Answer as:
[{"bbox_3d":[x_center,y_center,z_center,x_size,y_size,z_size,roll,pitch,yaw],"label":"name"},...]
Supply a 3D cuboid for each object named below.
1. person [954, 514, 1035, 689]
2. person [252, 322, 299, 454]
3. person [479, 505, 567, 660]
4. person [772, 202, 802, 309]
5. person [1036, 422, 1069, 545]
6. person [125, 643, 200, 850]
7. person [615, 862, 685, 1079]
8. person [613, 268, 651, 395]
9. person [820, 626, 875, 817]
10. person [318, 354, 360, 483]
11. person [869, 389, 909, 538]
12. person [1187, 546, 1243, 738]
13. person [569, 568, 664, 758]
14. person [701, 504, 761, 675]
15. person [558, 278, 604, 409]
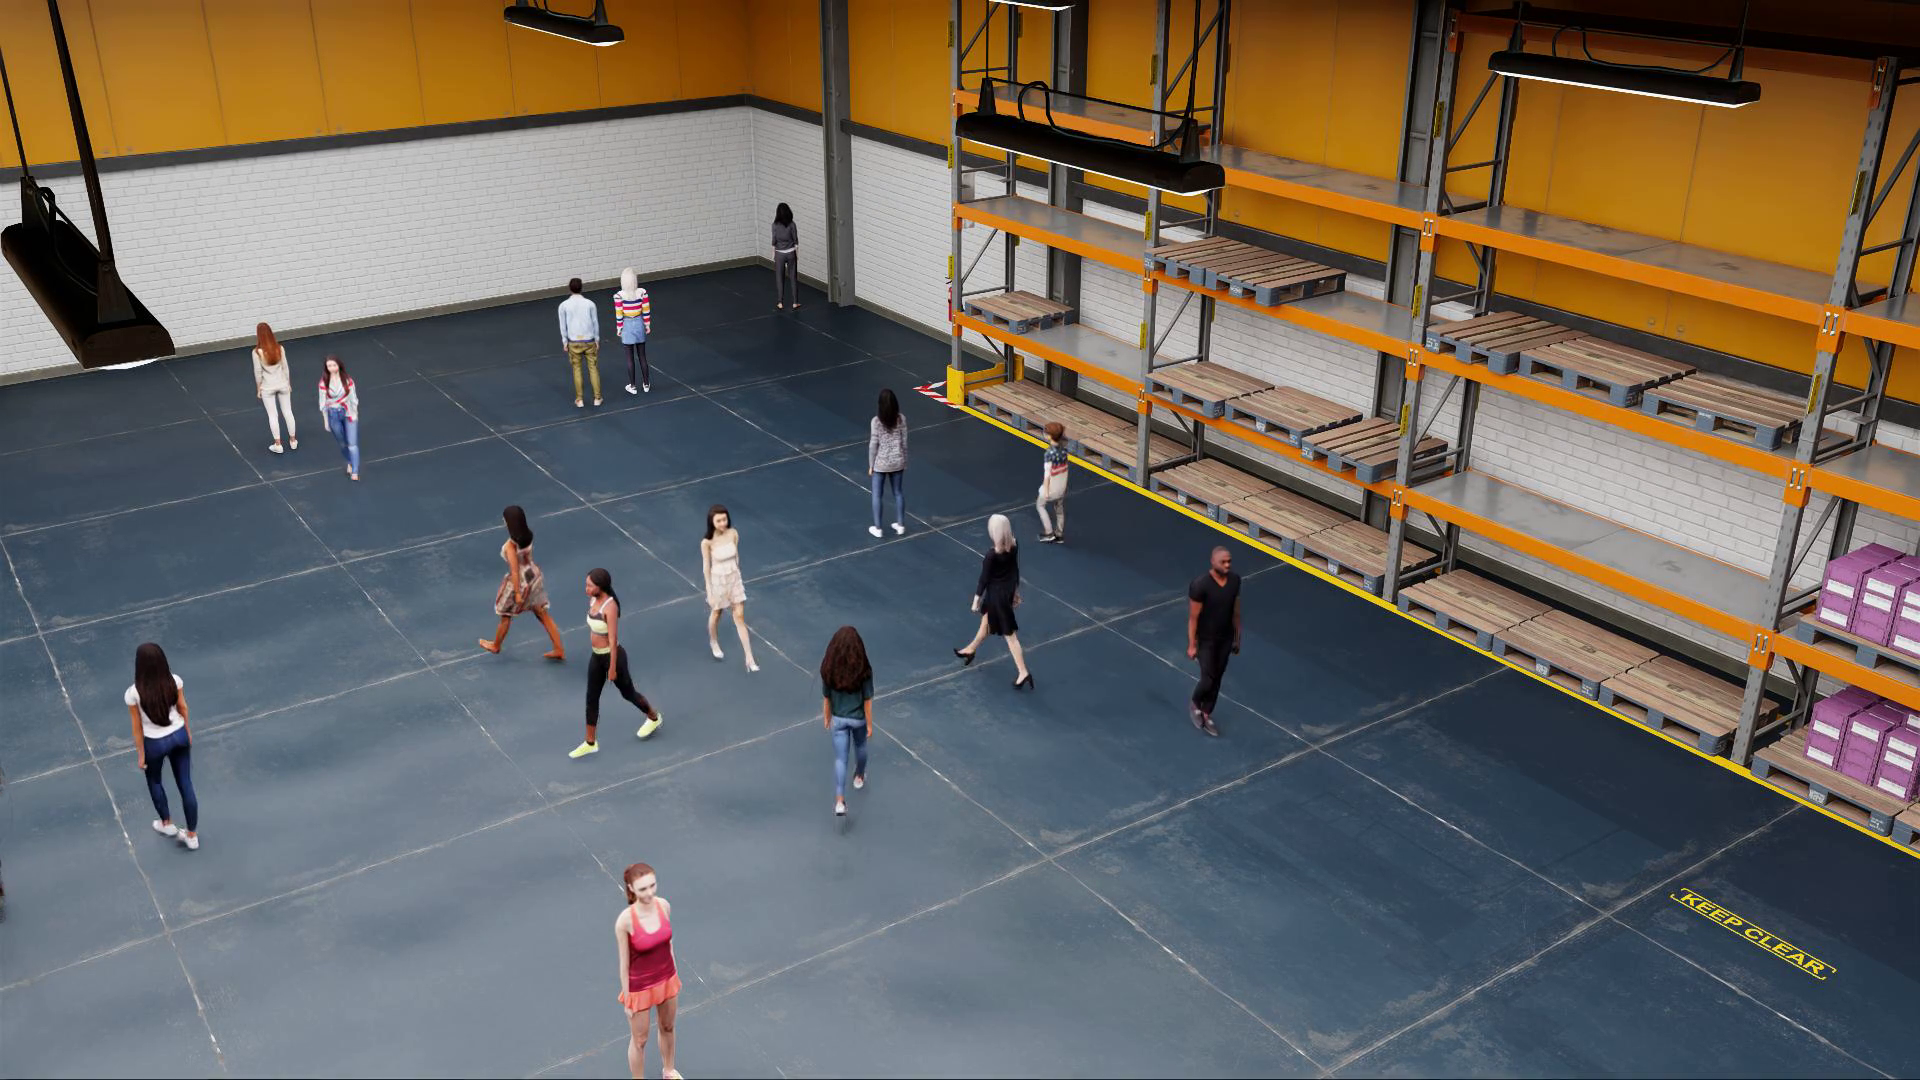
[{"bbox_3d":[0.447,0.611,15.504,1.229,1.704,0.849,16,29,33],"label":"person"},{"bbox_3d":[-8.812,-1.966,21.389,0.605,1.713,0.570,-19,30,-36],"label":"person"},{"bbox_3d":[-4.110,0.457,15.989,1.203,1.597,1.066,7,25,16],"label":"person"},{"bbox_3d":[-2.900,-4.735,27.660,0.669,1.763,0.678,-2,24,-4],"label":"person"},{"bbox_3d":[1.107,-0.622,18.668,0.546,1.429,0.537,-19,30,-37],"label":"person"},{"bbox_3d":[-6.196,1.650,13.059,0.822,1.759,0.702,22,32,40],"label":"person"},{"bbox_3d":[-1.947,2.787,10.464,0.595,1.754,0.598,-21,31,-39],"label":"person"},{"bbox_3d":[-4.634,-2.982,23.593,0.680,1.809,0.554,-12,26,-25],"label":"person"},{"bbox_3d":[-0.927,1.507,13.609,1.012,1.581,1.149,1,24,2],"label":"person"},{"bbox_3d":[-7.651,-1.530,20.566,0.822,1.573,1.095,-6,24,-14],"label":"person"},{"bbox_3d":[-0.809,-0.874,18.874,0.659,1.727,0.590,-10,26,-22],"label":"person"},{"bbox_3d":[2.203,0.858,14.803,0.720,1.813,0.714,-11,26,-23],"label":"person"},{"bbox_3d":[-2.968,1.042,14.513,0.692,1.709,1.074,-18,30,-36],"label":"person"},{"bbox_3d":[-2.318,0.442,15.910,0.601,1.688,1.055,-18,29,-35],"label":"person"},{"bbox_3d":[-5.238,-2.738,23.031,0.746,1.811,0.706,-5,24,-11],"label":"person"}]
